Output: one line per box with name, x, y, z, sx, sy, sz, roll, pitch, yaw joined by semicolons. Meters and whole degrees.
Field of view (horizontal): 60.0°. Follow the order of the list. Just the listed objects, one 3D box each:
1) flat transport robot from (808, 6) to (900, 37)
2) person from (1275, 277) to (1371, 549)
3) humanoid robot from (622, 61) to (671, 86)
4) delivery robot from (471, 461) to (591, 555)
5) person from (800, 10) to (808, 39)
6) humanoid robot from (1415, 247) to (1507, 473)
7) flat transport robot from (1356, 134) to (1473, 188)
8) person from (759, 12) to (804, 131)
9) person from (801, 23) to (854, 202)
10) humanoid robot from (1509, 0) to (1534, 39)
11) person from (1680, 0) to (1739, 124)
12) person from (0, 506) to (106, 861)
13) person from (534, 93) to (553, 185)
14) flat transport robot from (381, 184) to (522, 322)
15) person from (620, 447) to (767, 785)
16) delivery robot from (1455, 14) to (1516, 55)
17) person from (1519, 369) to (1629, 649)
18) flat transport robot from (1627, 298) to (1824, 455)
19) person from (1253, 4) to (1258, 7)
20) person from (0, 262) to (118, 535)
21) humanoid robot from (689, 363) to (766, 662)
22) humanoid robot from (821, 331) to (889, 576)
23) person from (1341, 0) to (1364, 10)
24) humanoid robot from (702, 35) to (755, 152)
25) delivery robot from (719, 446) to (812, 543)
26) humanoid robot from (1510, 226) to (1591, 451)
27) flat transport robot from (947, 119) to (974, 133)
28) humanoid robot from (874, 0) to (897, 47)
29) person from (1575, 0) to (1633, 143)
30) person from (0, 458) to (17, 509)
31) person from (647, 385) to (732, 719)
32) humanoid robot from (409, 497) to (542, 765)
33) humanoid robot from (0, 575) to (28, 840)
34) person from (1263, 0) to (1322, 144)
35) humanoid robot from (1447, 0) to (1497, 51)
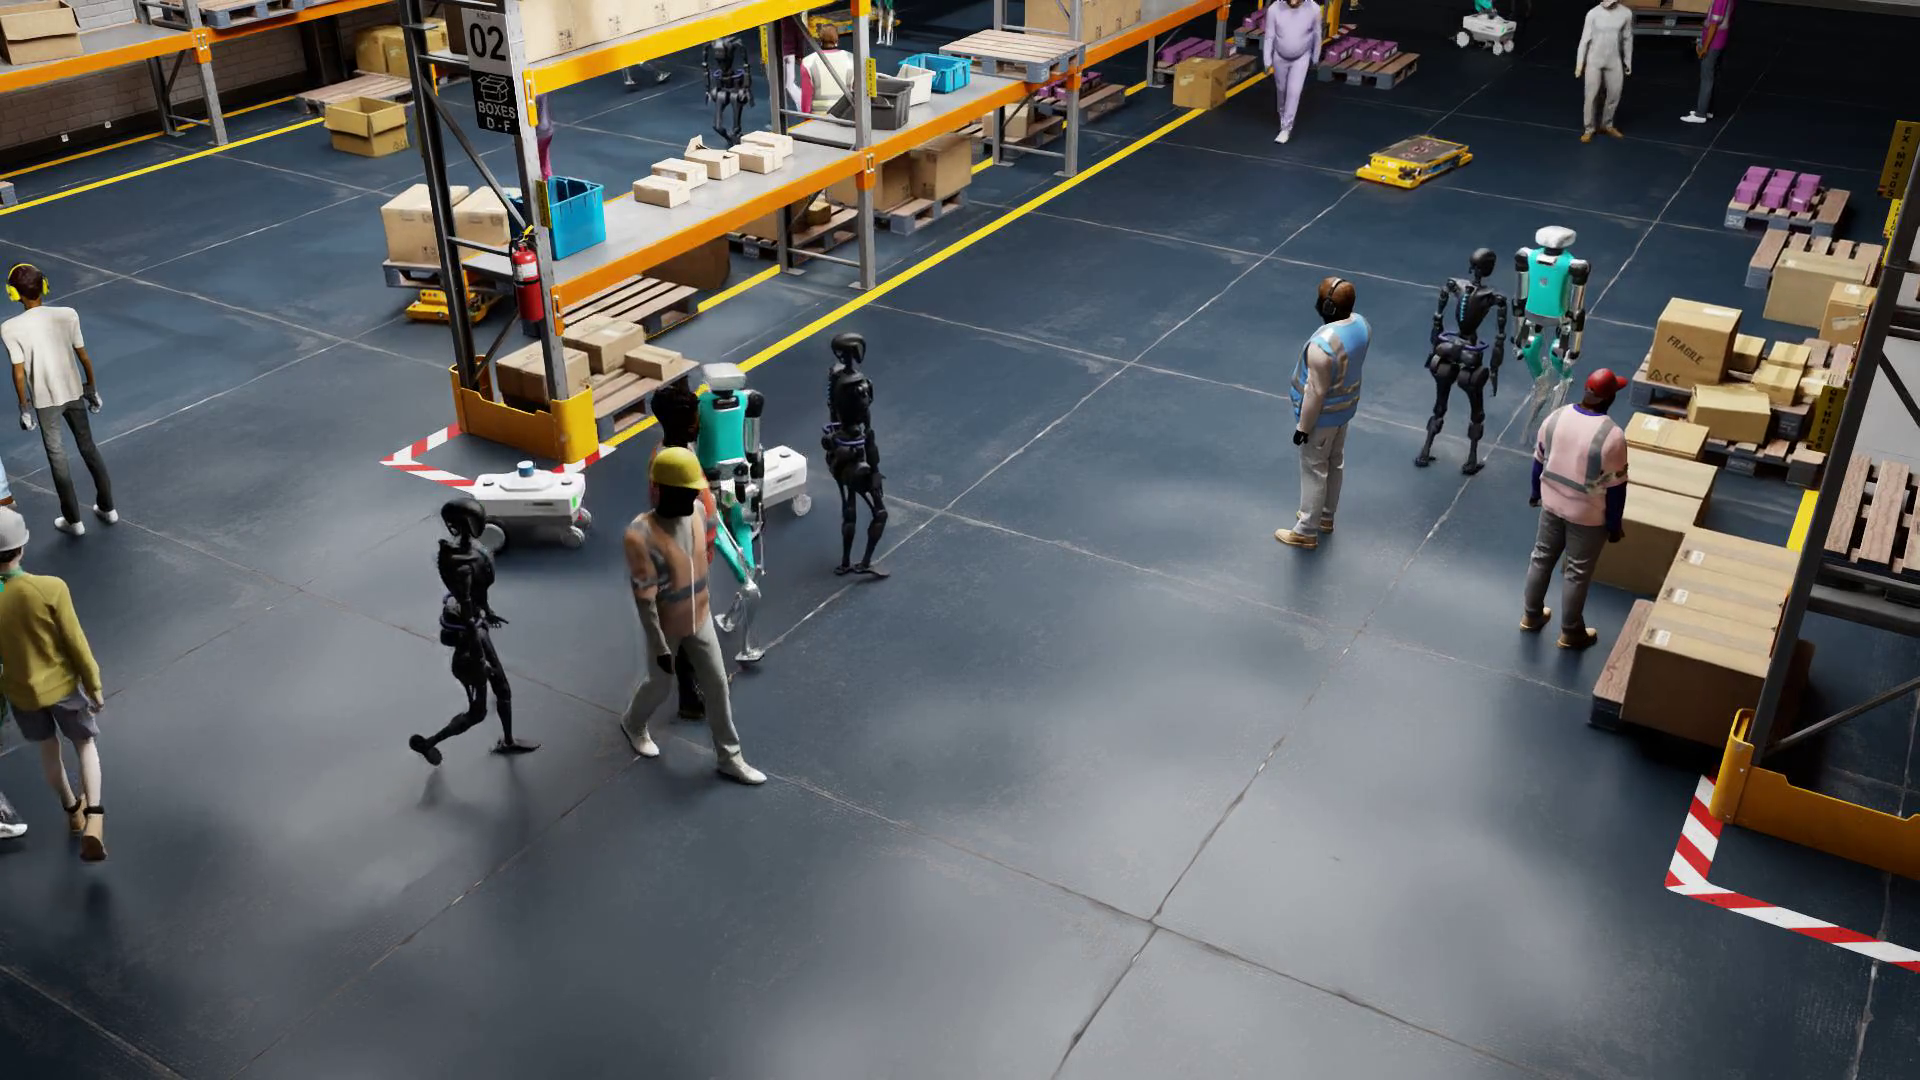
flat transport robot;-1.635;-7.578;24.347;1.431;0.231;0.659;-22;36;-34
person;2.351;-0.825;10.805;0.429;1.843;0.625;21;35;32
humanoid robot;-4.080;-6.543;21.044;0.558;1.749;1.044;17;34;27
delivery robot;-2.882;-0.230;11.078;0.811;0.614;0.499;-1;29;-1
person;-2.387;-7.998;23.582;0.571;1.747;0.342;26;38;37
humanoid robot;3.545;-1.270;11.770;0.590;1.651;0.390;25;38;37
flat transport robot;5.030;-4.182;18.339;0.659;0.231;1.431;24;37;36
person;-2.037;-5.646;19.246;0.533;1.925;0.635;-20;35;-31
person;-1.318;-4.340;17.021;0.632;1.841;0.429;-9;31;-15
humanoid robot;8.006;-7.973;23.603;0.601;1.651;0.337;3;30;5
person;8.984;-5.913;19.803;0.322;1.843;0.503;22;36;33
person;-4.424;0.739;8.020;0.516;1.865;0.676;-10;31;-17
person;-4.261;-4.063;16.750;0.324;1.625;0.521;-2;30;-4
flat transport robot;-4.397;-2.327;15.058;0.659;0.231;1.431;5;30;8
person;-1.467;0.390;8.628;0.881;1.881;0.594;22;36;33
delivery robot;7.382;-7.128;23.231;0.499;0.566;0.739;-22;36;-34
person;3.626;-0.192;9.772;0.419;1.755;0.611;-19;35;-30
flat transport robot;5.840;-1.021;12.748;0.659;0.231;1.431;17;34;27
person;4.969;-9.056;25.496;0.796;1.729;0.762;2;30;3
person;-5.955;-0.926;10.973;0.345;1.856;0.520;21;36;32
humanoid robot;-1.263;-0.065;9.602;0.578;1.777;0.922;-13;32;-21
humanoid robot;-0.675;-0.539;10.474;0.325;1.652;0.601;-16;33;-26
person;6.013;-9.001;25.354;0.571;1.750;0.329;24;37;36
humanoid robot;-2.524;-4.993;18.351;0.608;1.645;0.406;8;31;15
delivery robot;-1.404;-0.343;11.272;0.805;0.609;0.499;-24;37;-36
humanoid robot;4.291;-1.416;12.034;0.534;1.854;0.754;25;38;37
flat transport robot;-0.538;-4.797;19.428;1.431;0.231;0.659;10;31;17
humanoid robot;-1.118;-7.799;23.275;0.531;1.807;0.714;16;33;26
person;7.407;-5.497;19.066;0.705;1.853;0.496;3;30;6
person;-6.789;-1.099;11.136;0.385;1.990;0.623;-20;35;-31
person;-1.494;0.062;9.109;0.368;1.966;0.603;-2;30;-4
humanoid robot;-2.619;0.485;8.673;0.608;1.633;0.608;-6;30;-10
humanoid robot;-4.837;0.835;8.054;0.806;1.847;0.546;-9;31;-15
person;3.825;-5.566;19.199;0.652;1.844;0.967;10;31;17
humanoid robot;7.305;-7.670;23.059;0.537;1.780;1.023;-22;36;-34
